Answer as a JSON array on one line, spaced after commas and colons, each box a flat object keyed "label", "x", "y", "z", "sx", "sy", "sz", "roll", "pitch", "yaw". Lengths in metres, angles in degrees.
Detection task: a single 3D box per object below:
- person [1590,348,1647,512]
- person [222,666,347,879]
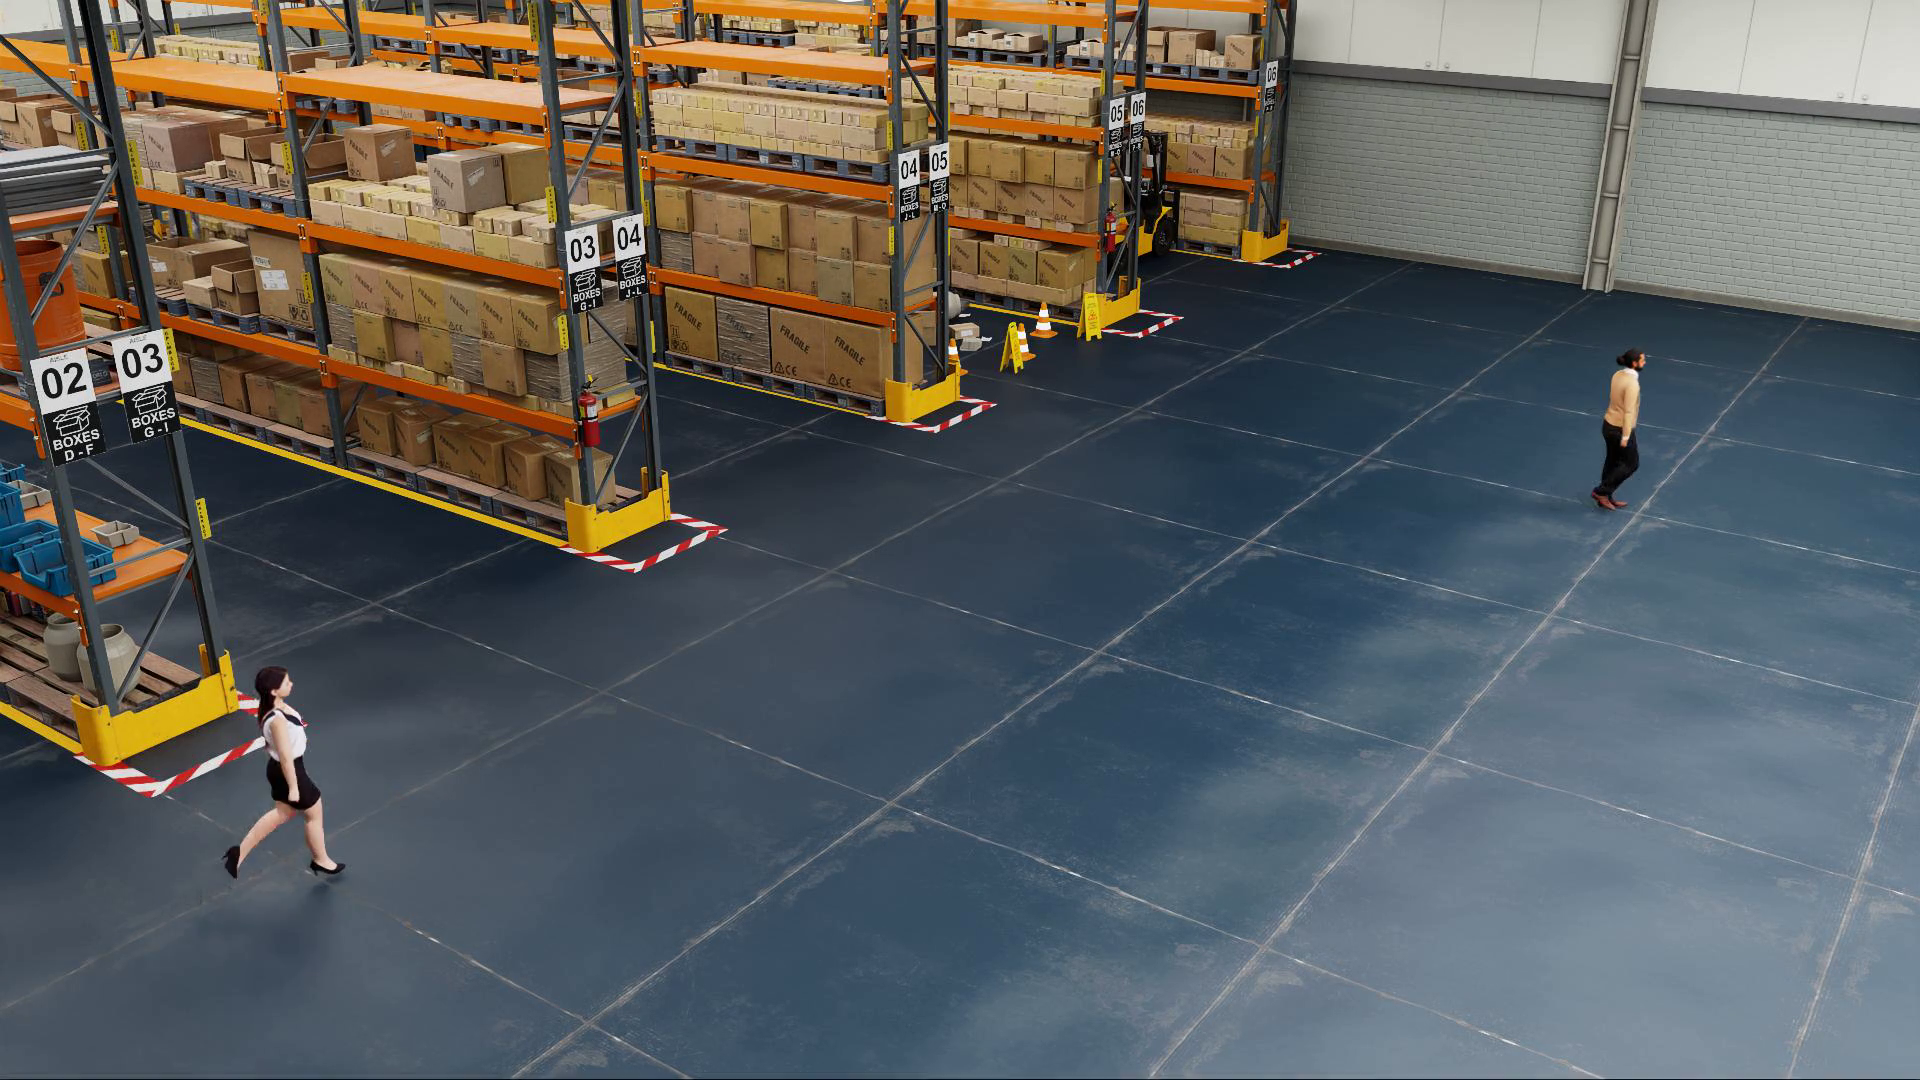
[{"label": "person", "x": 6.759, "y": -1.140, "z": 17.231, "sx": 0.862, "sy": 1.742, "sz": 0.810, "roll": 0, "pitch": 23, "yaw": 0}, {"label": "person", "x": -4.506, "y": 1.592, "z": 10.952, "sx": 0.859, "sy": 1.629, "sz": 0.988, "roll": -14, "pitch": 27, "yaw": -29}]
